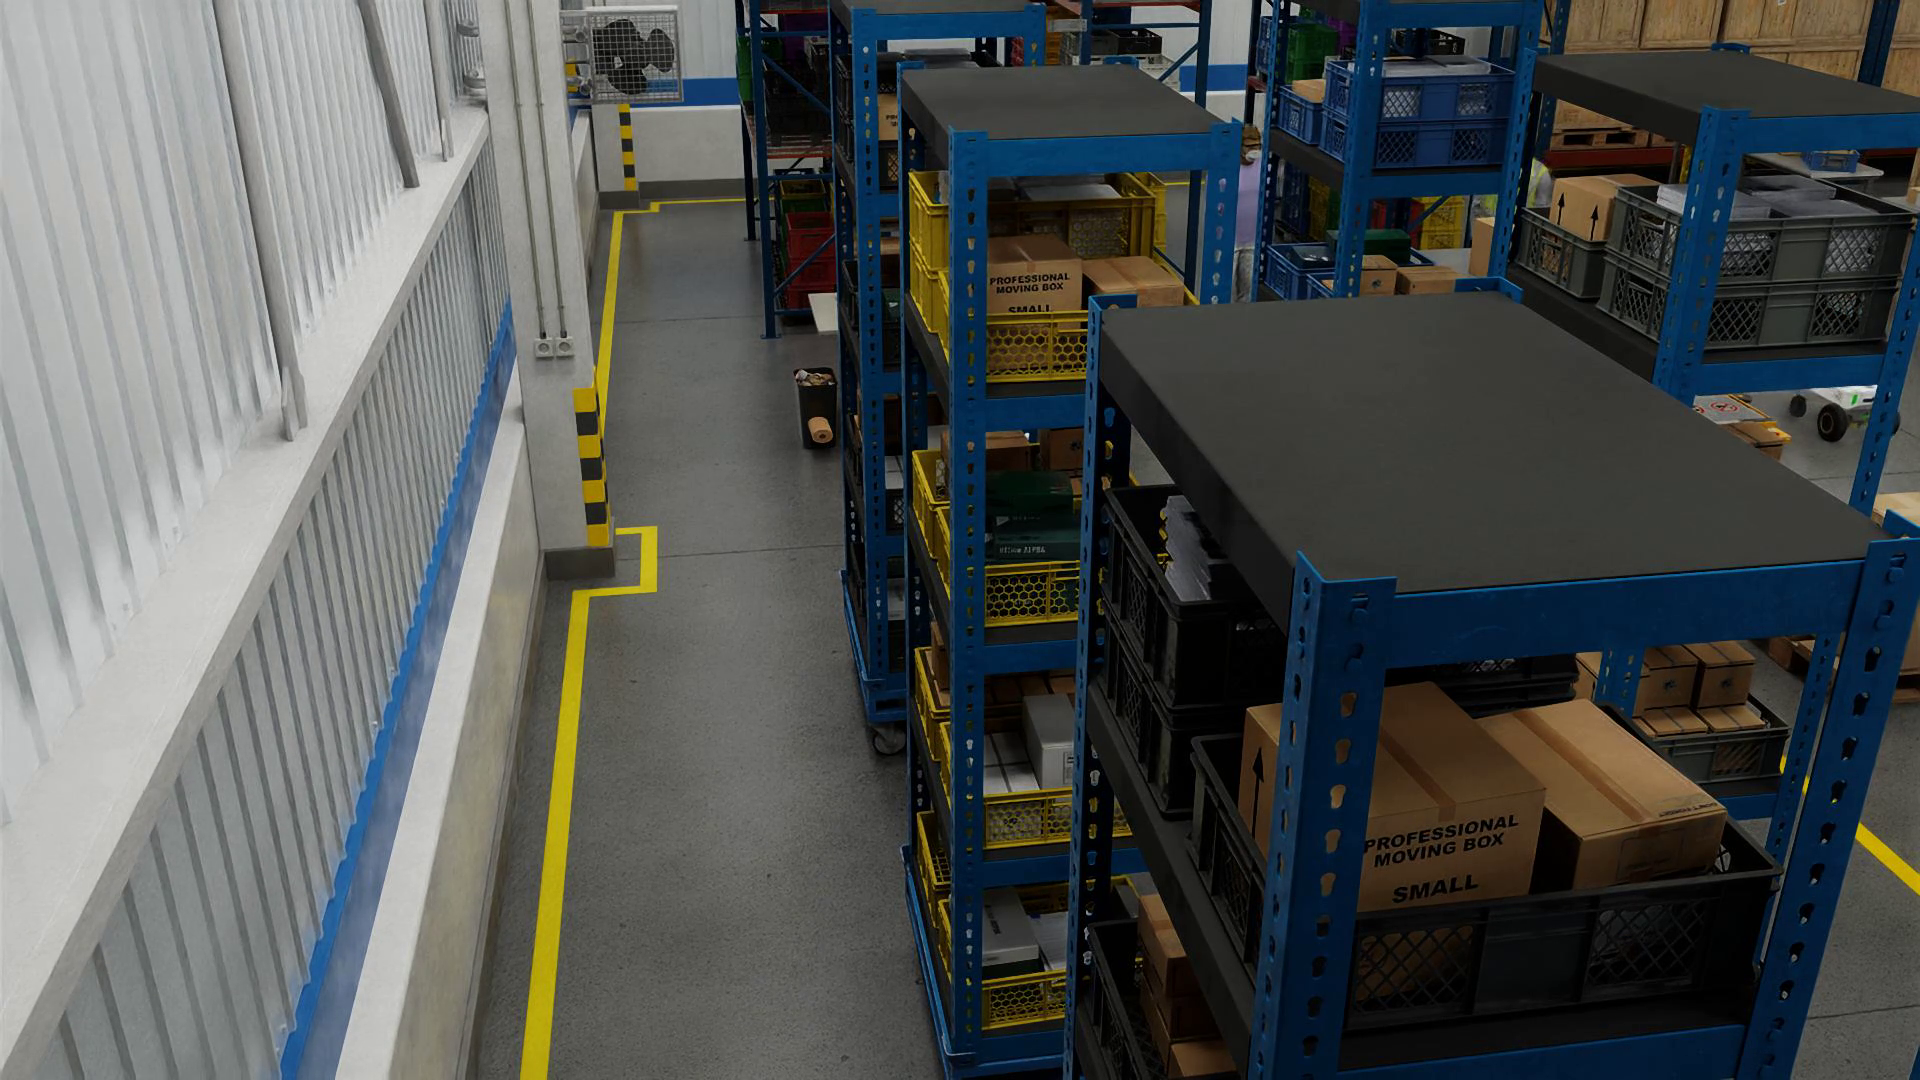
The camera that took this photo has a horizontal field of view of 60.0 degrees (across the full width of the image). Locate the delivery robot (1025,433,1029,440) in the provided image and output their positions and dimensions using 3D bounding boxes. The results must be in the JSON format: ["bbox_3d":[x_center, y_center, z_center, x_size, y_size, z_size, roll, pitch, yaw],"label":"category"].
[{"bbox_3d":[0.169,-0.606,11.138,0.477,0.478,0.707,22,33,40],"label":"delivery robot"}]

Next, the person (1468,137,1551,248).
[{"bbox_3d":[4.536,-2.511,13.889,0.647,1.832,0.432,17,30,33],"label":"person"}]

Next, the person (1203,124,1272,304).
[{"bbox_3d":[2.263,-2.425,13.567,0.629,1.931,0.358,-9,26,-19],"label":"person"}]

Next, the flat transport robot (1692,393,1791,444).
[{"bbox_3d":[5.224,-0.859,12.132,1.431,0.197,0.652,-4,25,-8],"label":"flat transport robot"}]

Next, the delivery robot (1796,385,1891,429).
[{"bbox_3d":[6.518,-1.122,12.260,0.477,0.478,0.707,-3,25,-7],"label":"delivery robot"}]

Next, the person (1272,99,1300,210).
[{"bbox_3d":[3.532,-4.503,18.145,0.516,1.875,0.619,-8,26,-18],"label":"person"}]
